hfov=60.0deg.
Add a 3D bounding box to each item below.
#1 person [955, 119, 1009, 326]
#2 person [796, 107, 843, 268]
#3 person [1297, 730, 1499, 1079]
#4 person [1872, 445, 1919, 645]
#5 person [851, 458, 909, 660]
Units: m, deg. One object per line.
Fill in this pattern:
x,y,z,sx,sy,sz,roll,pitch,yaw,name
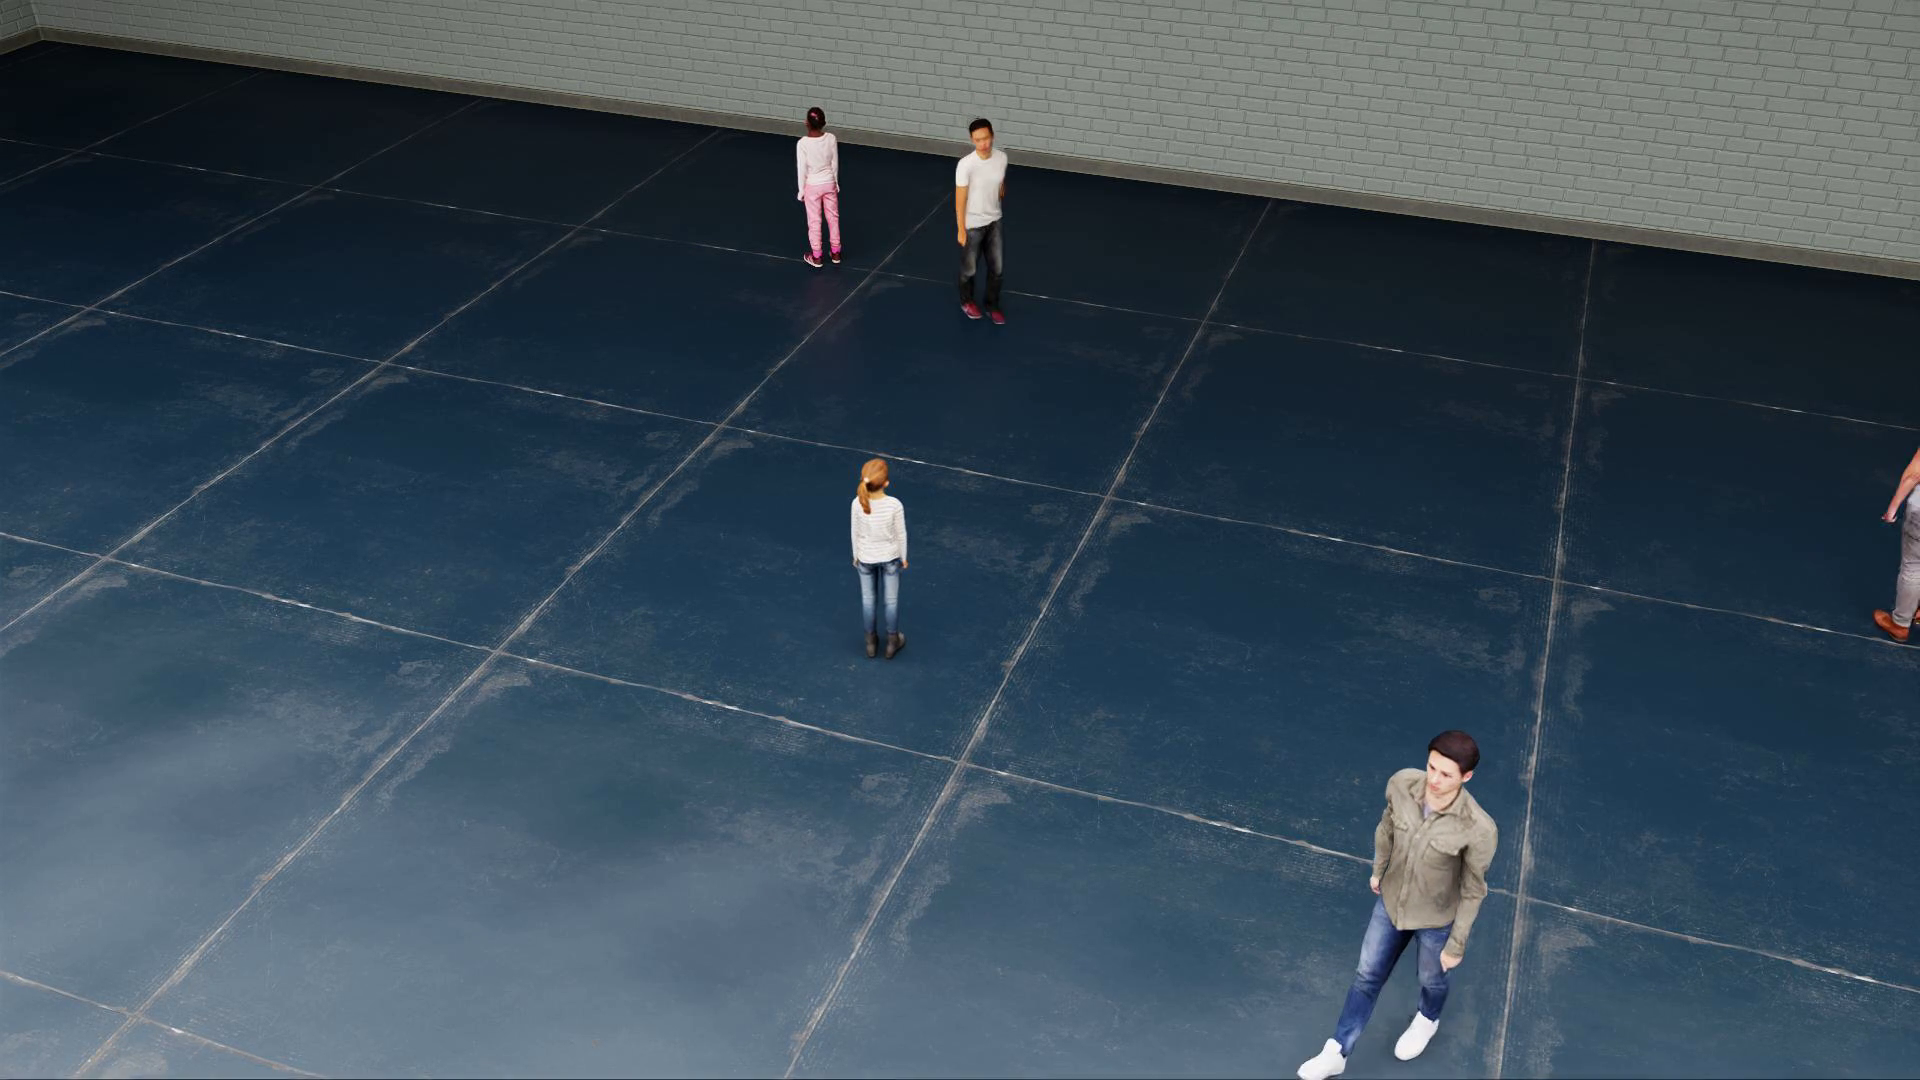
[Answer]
0.147,-2.610,13.525,0.873,1.768,0.932,-20,38,-28,person
-1.229,-3.116,14.602,0.616,1.442,0.674,-14,36,-20,person
2.028,1.533,7.094,1.174,1.833,1.018,-25,41,-33,person
5.772,-0.151,9.695,0.810,1.821,0.797,-4,33,-6,person
-0.481,0.112,9.754,0.517,1.315,0.529,3,33,5,person
